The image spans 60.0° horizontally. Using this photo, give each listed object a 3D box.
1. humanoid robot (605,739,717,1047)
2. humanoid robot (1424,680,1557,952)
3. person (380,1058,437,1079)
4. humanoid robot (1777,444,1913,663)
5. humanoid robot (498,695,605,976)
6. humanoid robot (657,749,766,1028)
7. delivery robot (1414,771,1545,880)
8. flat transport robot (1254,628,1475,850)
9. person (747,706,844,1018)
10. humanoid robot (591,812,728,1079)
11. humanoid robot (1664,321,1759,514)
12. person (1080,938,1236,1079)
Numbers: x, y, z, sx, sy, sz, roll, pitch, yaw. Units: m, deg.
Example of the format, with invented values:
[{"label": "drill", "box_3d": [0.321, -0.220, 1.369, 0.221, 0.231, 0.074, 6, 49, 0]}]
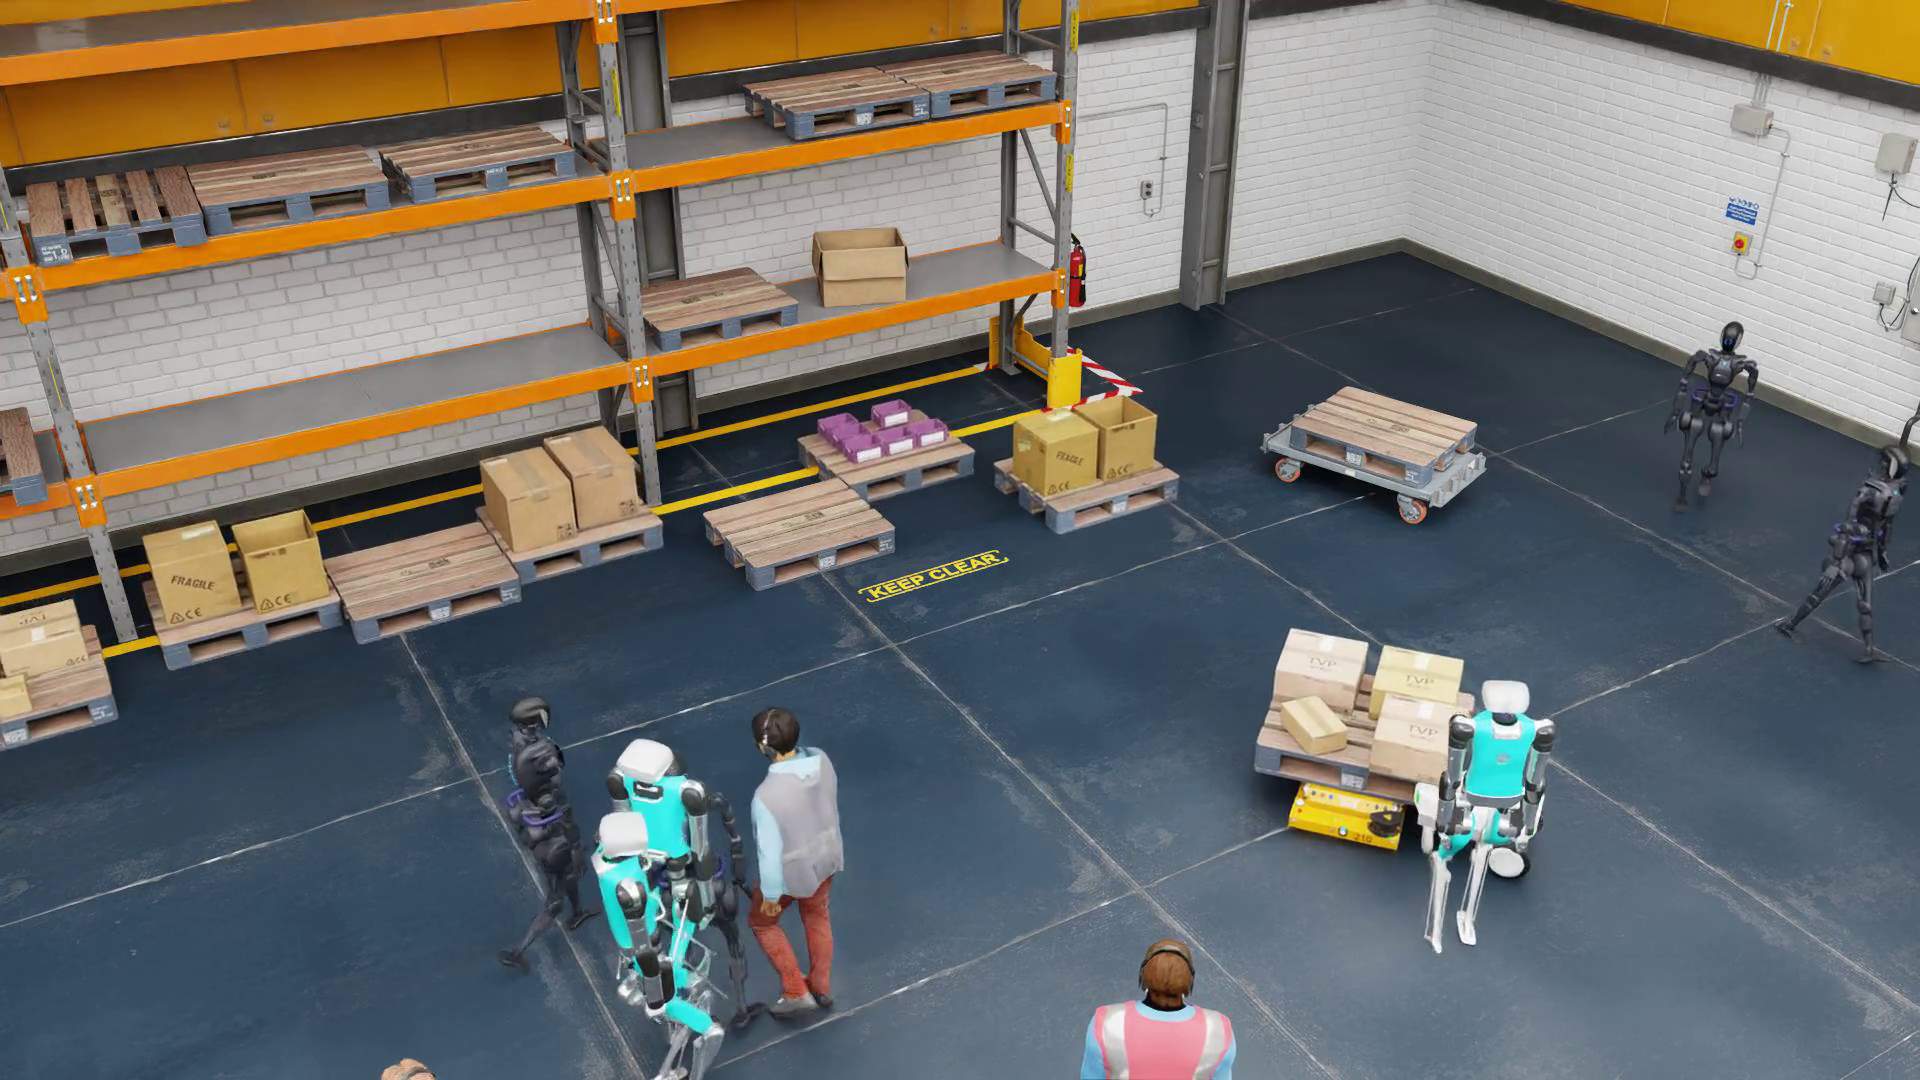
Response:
[{"label": "humanoid robot", "box_3d": [-1.524, 1.862, 8.186, 0.555, 1.799, 0.679, 10, 31, 17]}, {"label": "humanoid robot", "box_3d": [2.785, 1.426, 8.944, 0.545, 1.781, 0.671, 3, 30, 5]}, {"label": "person", "box_3d": [-2.089, 2.758, 6.706, 0.605, 1.623, 0.520, 23, 37, 34]}, {"label": "humanoid robot", "box_3d": [6.175, 0.095, 11.422, 0.611, 1.616, 0.805, -15, 33, -24]}, {"label": "humanoid robot", "box_3d": [-2.272, 1.543, 8.871, 0.736, 1.648, 0.597, -23, 37, -35]}, {"label": "humanoid robot", "box_3d": [-1.332, 1.786, 8.389, 0.602, 1.644, 0.367, -5, 30, -9]}, {"label": "delivery robot", "box_3d": [3.059, 1.611, 9.824, 0.737, 0.587, 0.524, 13, 32, 22]}, {"label": "flat transport robot", "box_3d": [2.537, 1.394, 10.506, 0.659, 0.231, 1.431, 10, 31, 18]}, {"label": "person", "box_3d": [-0.823, 1.650, 8.436, 0.479, 1.861, 0.546, 24, 37, 36]}, {"label": "humanoid robot", "box_3d": [-1.355, 2.006, 7.939, 0.655, 1.807, 0.540, -13, 32, -21]}, {"label": "humanoid robot", "box_3d": [6.017, -1.020, 13.346, 0.604, 1.640, 0.447, 13, 32, 22]}, {"label": "person", "box_3d": [0.820, 2.442, 7.070, 0.638, 1.830, 0.429, 1, 29, 1]}]
